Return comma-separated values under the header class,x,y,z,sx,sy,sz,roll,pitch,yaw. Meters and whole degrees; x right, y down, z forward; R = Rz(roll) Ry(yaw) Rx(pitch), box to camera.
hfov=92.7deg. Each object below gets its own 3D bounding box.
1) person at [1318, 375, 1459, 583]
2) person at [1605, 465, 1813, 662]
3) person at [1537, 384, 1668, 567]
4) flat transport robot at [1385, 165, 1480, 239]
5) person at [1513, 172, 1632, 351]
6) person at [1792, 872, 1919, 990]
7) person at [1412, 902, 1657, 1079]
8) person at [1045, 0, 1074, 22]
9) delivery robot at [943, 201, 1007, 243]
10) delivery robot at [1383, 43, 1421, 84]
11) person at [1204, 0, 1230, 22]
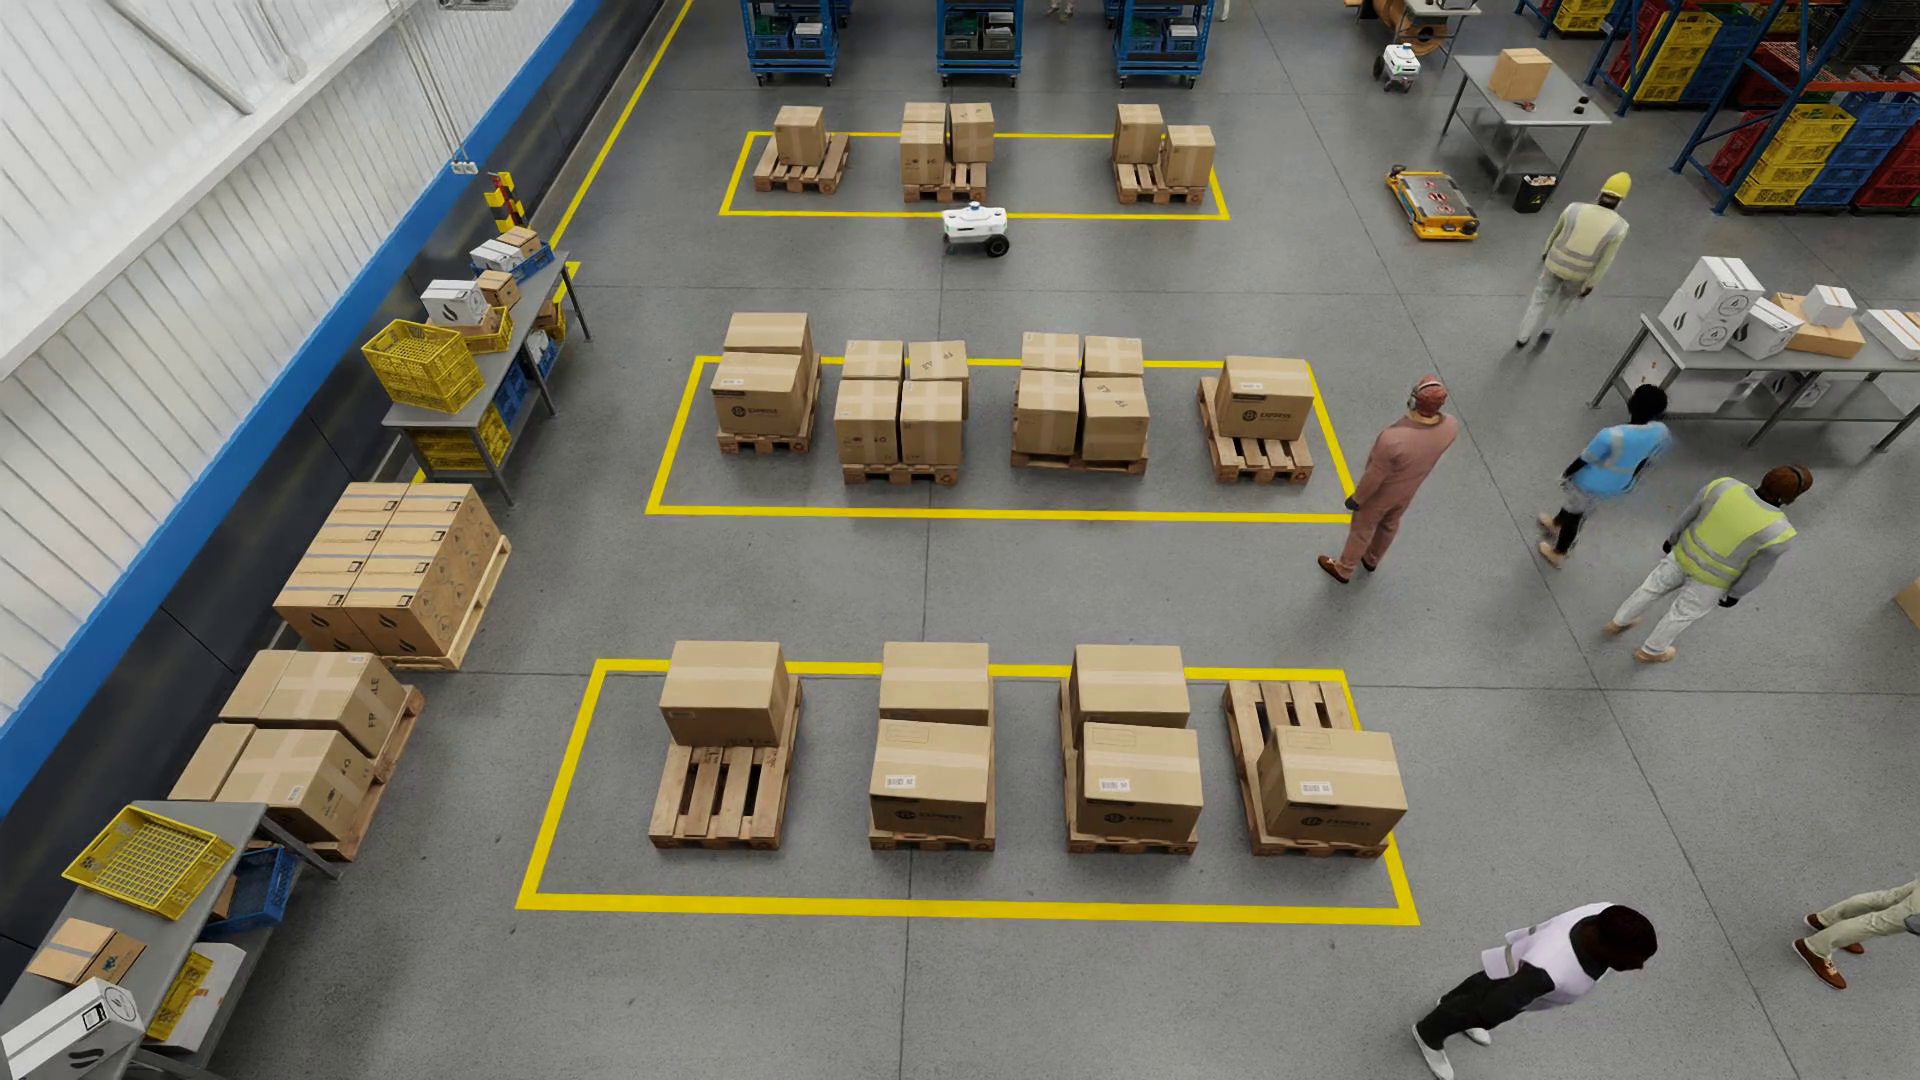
class,x,y,z,sx,sy,sz,roll,pitch,yaw
person,3.162,-0.418,6.806,0.643,1.905,0.399,-17,51,-14
person,5.172,0.167,6.339,0.429,1.843,0.633,-14,51,-12
person,4.858,-0.545,7.058,0.546,1.670,0.675,-7,49,-6
flat transport robot,5.692,-4.094,11.059,0.652,0.197,1.431,1,49,1
person,5.900,-2.677,8.824,0.585,1.794,0.698,31,56,24
person,5.237,1.867,4.853,0.538,1.864,0.313,-31,56,-24
person,2.791,2.185,4.544,0.590,1.916,0.397,-25,53,-20
person,1.618,-9.319,14.460,0.415,1.985,0.610,-34,57,-26
delivery robot,0.167,-3.586,10.372,0.707,0.478,0.477,-4,49,-4
delivery robot,6.385,-6.916,13.255,0.477,0.478,0.707,2,49,2
person,4.235,-9.162,14.551,0.514,1.632,0.311,14,51,12
